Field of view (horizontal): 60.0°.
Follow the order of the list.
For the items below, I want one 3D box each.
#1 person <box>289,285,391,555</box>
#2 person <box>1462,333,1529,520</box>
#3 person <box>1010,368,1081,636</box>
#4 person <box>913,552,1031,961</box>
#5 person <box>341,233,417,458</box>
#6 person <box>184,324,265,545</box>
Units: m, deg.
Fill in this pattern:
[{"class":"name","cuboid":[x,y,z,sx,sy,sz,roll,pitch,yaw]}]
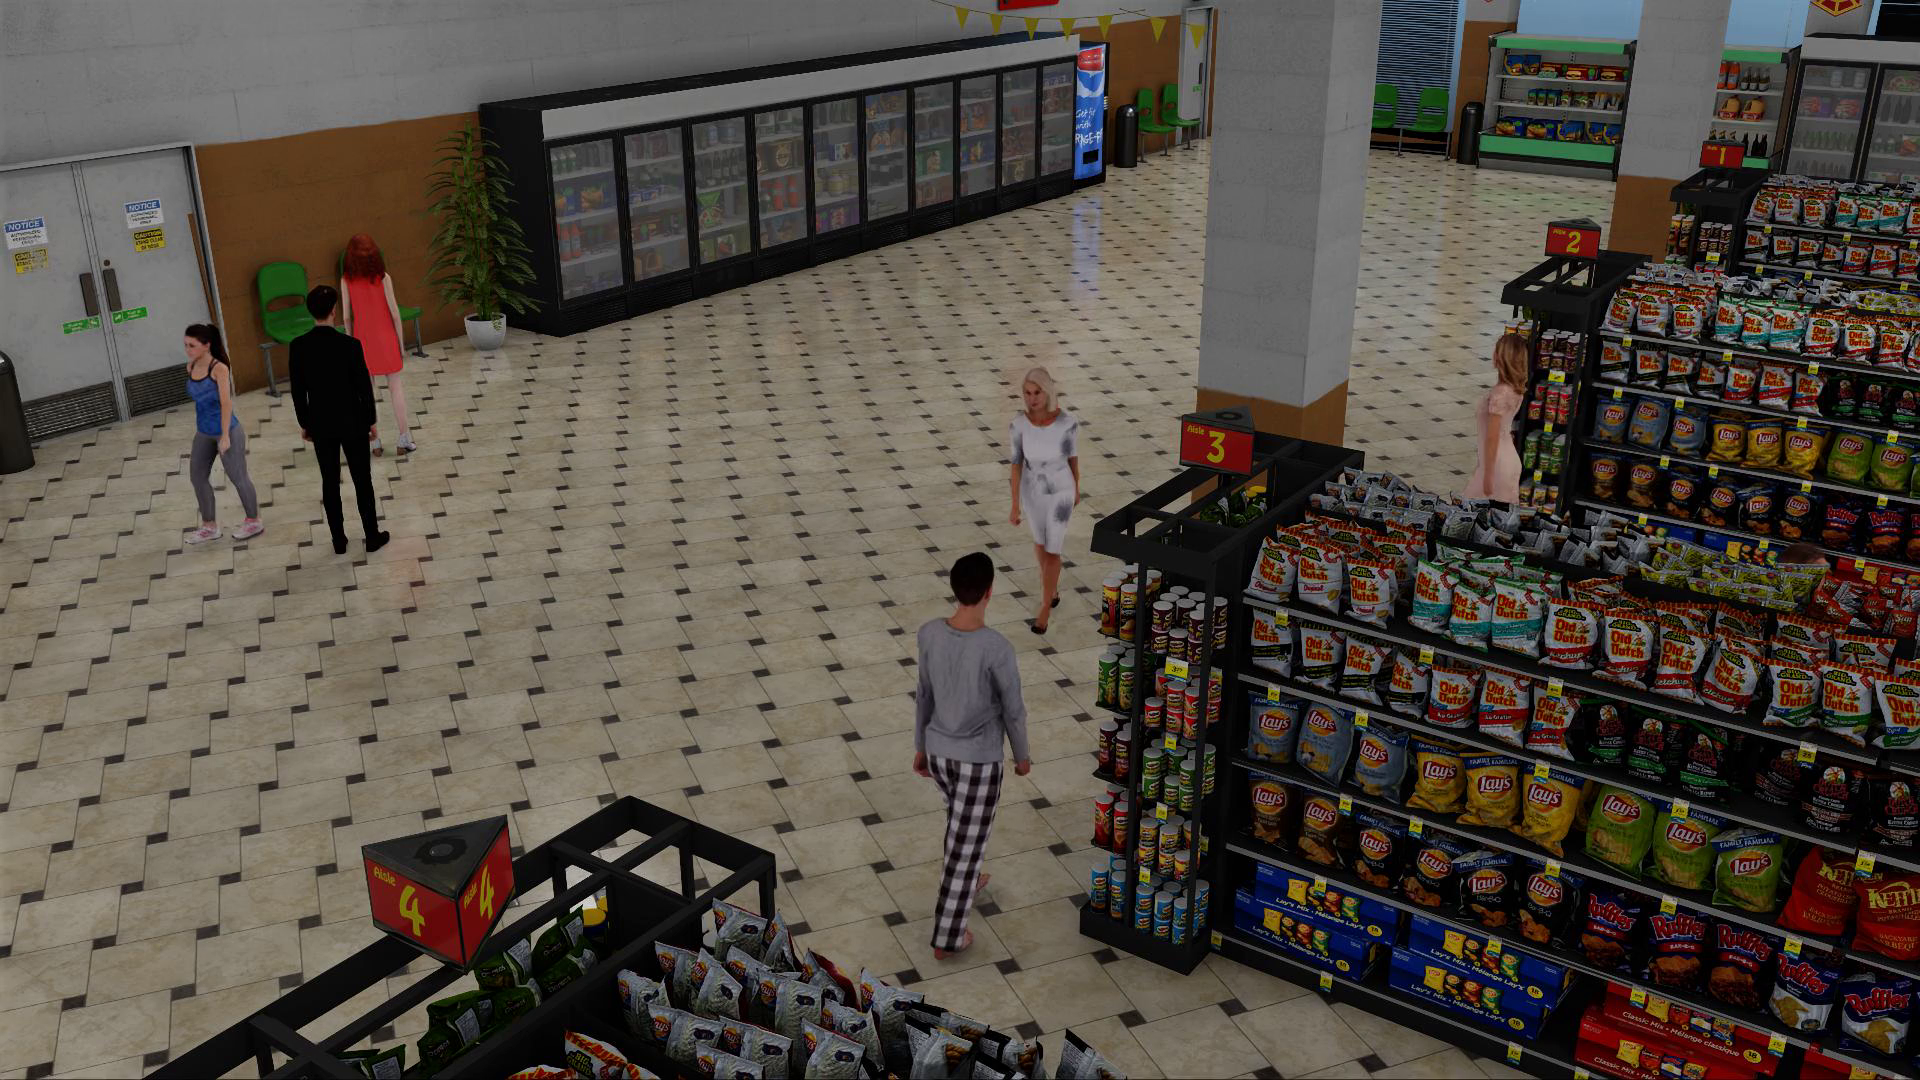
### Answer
[{"class":"person","cuboid":[-4.316,-0.825,11.532,0.765,1.892,0.845,-2,22,-5]},{"class":"person","cuboid":[3.499,-0.371,10.567,1.141,1.769,0.692,17,27,36]},{"class":"person","cuboid":[0.567,-0.288,10.470,1.042,1.687,0.925,1,22,2]},{"class":"person","cuboid":[-0.023,0.970,7.150,0.808,1.829,0.675,16,27,34]},{"class":"person","cuboid":[-4.738,-1.574,13.485,0.641,1.827,0.731,-1,22,-2]},{"class":"person","cuboid":[-5.188,-0.769,11.795,0.715,1.593,0.676,12,25,27]}]
